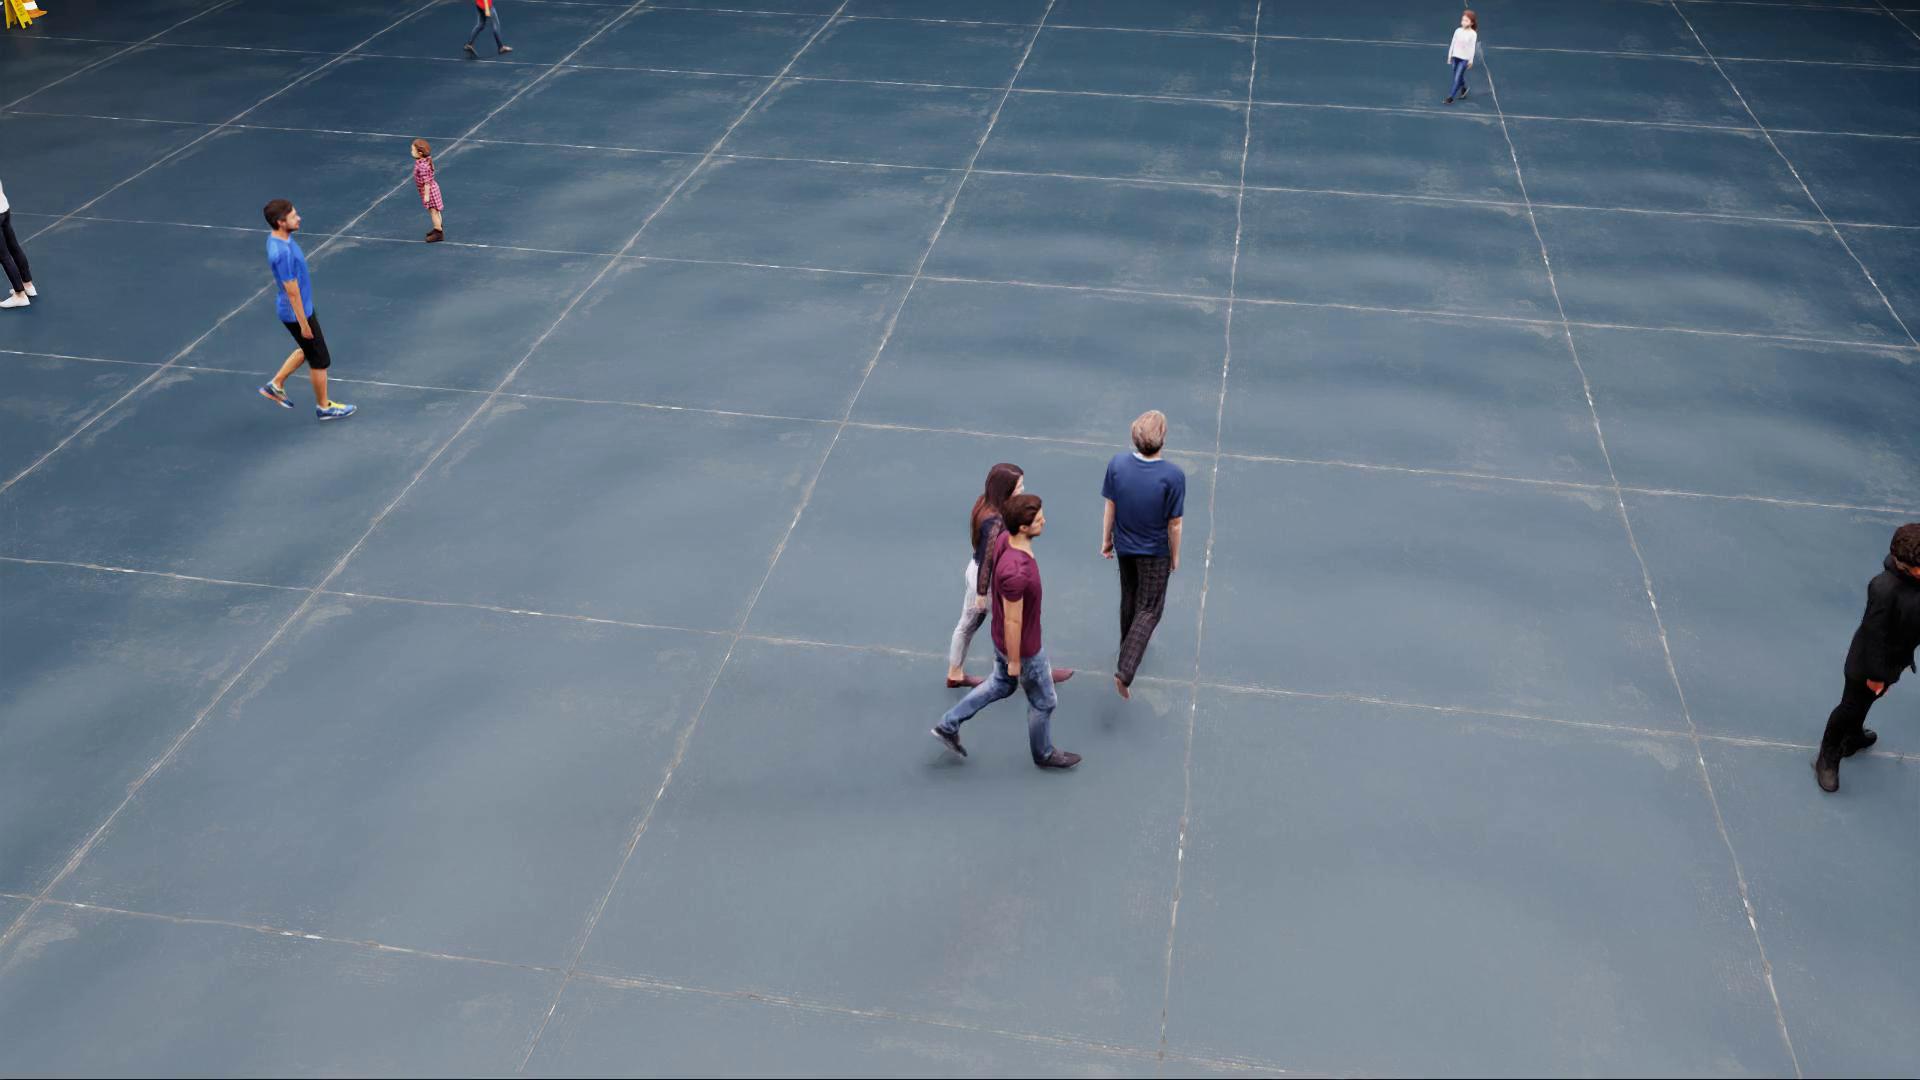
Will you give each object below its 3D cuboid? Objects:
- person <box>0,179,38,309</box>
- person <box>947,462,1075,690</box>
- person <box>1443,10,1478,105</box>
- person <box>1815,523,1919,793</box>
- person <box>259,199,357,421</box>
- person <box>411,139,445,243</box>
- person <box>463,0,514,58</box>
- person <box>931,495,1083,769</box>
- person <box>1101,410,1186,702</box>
[{"bbox_3d":[-8.726,-2.950,15.022,0.660,1.701,0.680,-4,32,-6],"label":"person"},{"bbox_3d":[0.114,0.269,10.043,1.084,1.570,0.813,-1,32,-1],"label":"person"},{"bbox_3d":[6.136,-5.890,20.253,0.793,1.093,0.778,-25,40,-34],"label":"person"},{"bbox_3d":[5.194,0.587,9.365,0.857,1.755,0.940,-27,41,-36],"label":"person"},{"bbox_3d":[-5.260,-1.758,12.995,1.025,1.847,0.907,-13,35,-20],"label":"person"},{"bbox_3d":[-5.270,-3.473,16.489,0.506,1.021,0.480,-5,33,-9],"label":"person"},{"bbox_3d":[-6.299,-6.977,21.792,0.902,1.289,0.853,-22,38,-30],"label":"person"},{"bbox_3d":[0.237,0.551,9.358,1.191,1.824,0.885,-4,32,-6],"label":"person"},{"bbox_3d":[1.067,0.112,10.032,1.074,1.846,0.924,16,35,23],"label":"person"}]
